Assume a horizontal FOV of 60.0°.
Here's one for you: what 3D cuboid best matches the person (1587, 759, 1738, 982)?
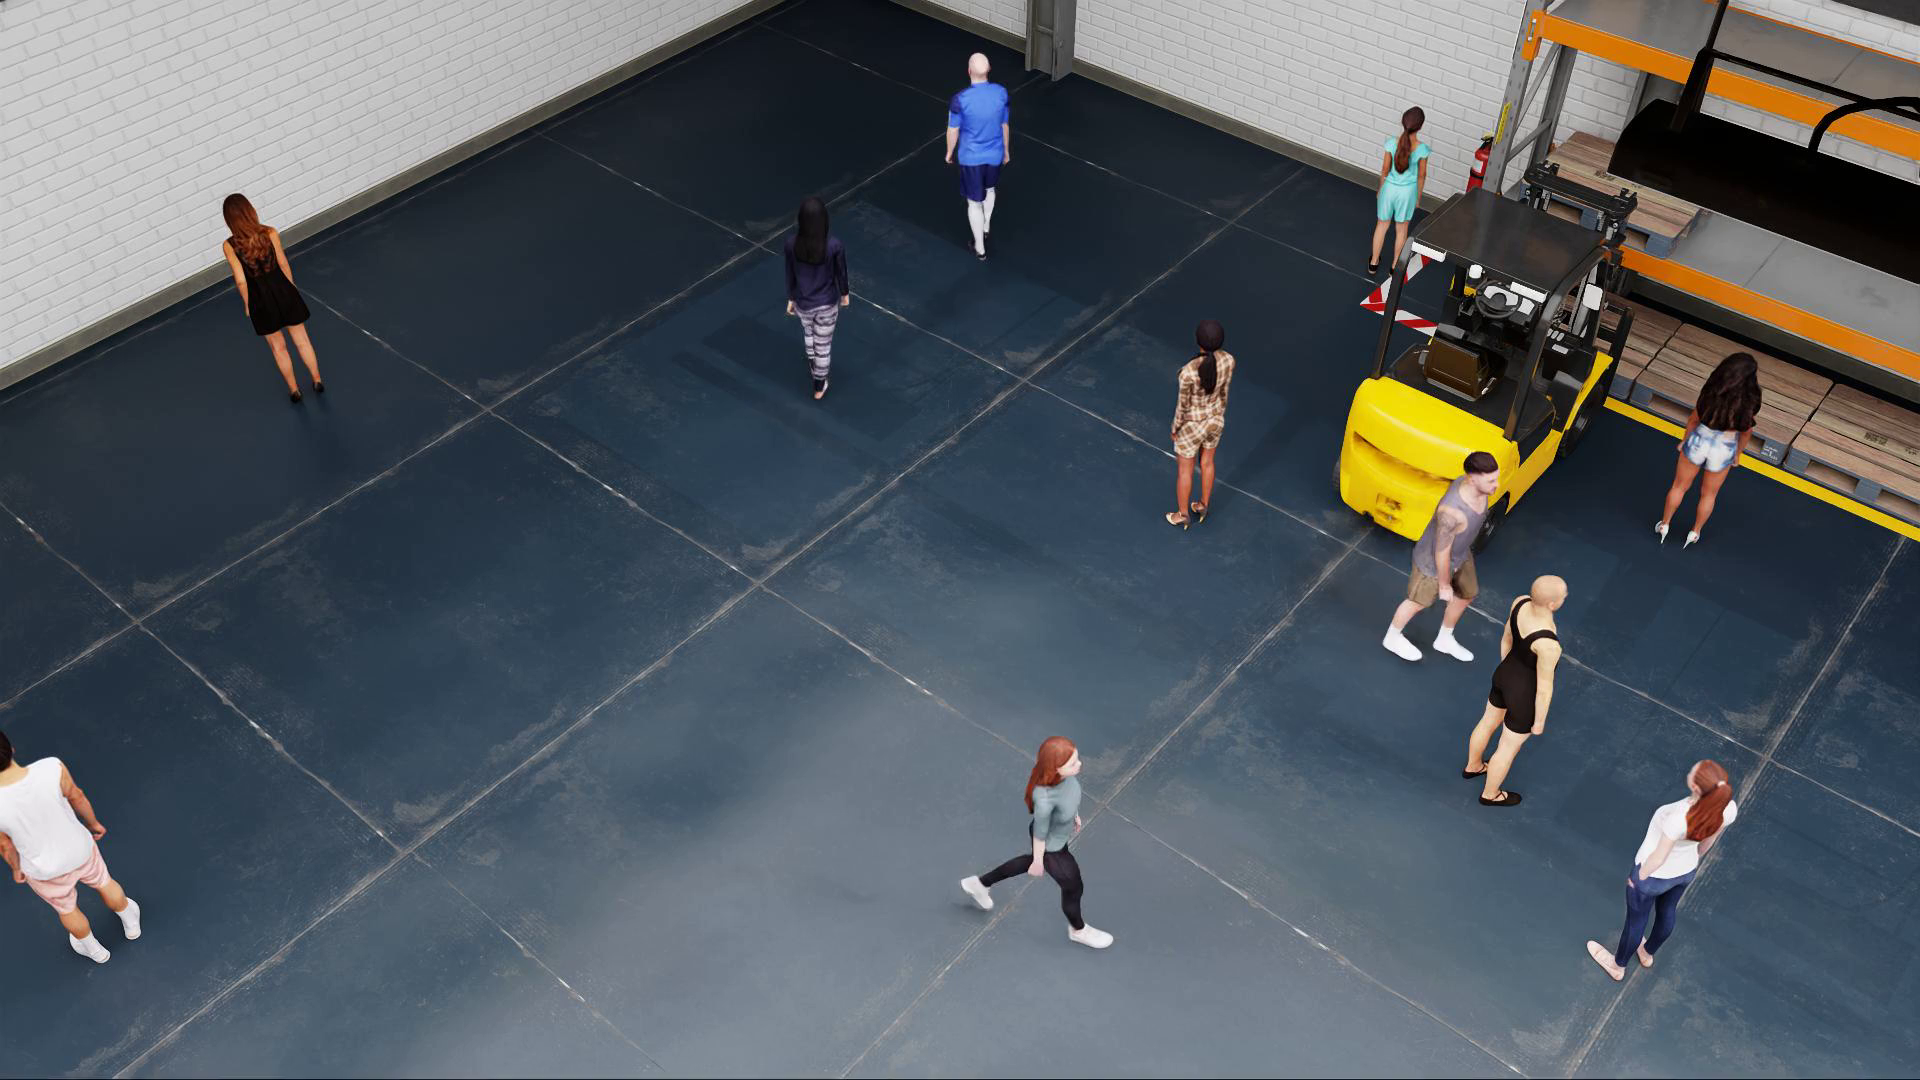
[{"bbox_3d":[3.777,1.765,8.865,0.648,1.739,0.675,-14,45,-14],"label":"person"}]

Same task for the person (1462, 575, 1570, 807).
[{"bbox_3d":[3.263,0.872,9.746,0.766,1.817,0.669,-9,44,-9],"label":"person"}]

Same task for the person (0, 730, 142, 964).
[{"bbox_3d":[-4.878,1.656,8.944,0.556,1.787,0.650,32,52,29],"label":"person"}]

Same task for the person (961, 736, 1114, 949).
[{"bbox_3d":[0.424,1.614,9.040,1.194,1.717,0.918,10,45,10],"label":"person"}]

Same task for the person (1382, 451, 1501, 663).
[{"bbox_3d":[2.996,0.070,10.546,0.810,1.819,0.708,28,50,27],"label":"person"}]

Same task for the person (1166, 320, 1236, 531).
[{"bbox_3d":[1.657,-0.785,11.501,0.663,1.795,0.673,-19,47,-19],"label":"person"}]

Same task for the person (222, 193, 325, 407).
[{"bbox_3d":[-5.176,-1.790,12.527,0.647,1.835,0.621,-24,49,-23],"label":"person"}]

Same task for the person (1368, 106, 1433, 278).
[{"bbox_3d":[3.674,-2.915,13.908,0.572,1.558,0.673,16,46,16],"label":"person"}]

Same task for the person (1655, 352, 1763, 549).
[{"bbox_3d":[5.145,-0.605,11.436,0.569,1.624,0.685,18,47,18],"label":"person"}]

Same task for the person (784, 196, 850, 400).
[{"bbox_3d":[-1.099,-1.779,12.601,0.814,1.718,0.869,3,44,3],"label":"person"}]

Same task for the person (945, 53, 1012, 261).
[{"bbox_3d":[0.197,-3.182,13.996,0.873,1.823,0.939,-14,45,-15],"label":"person"}]
